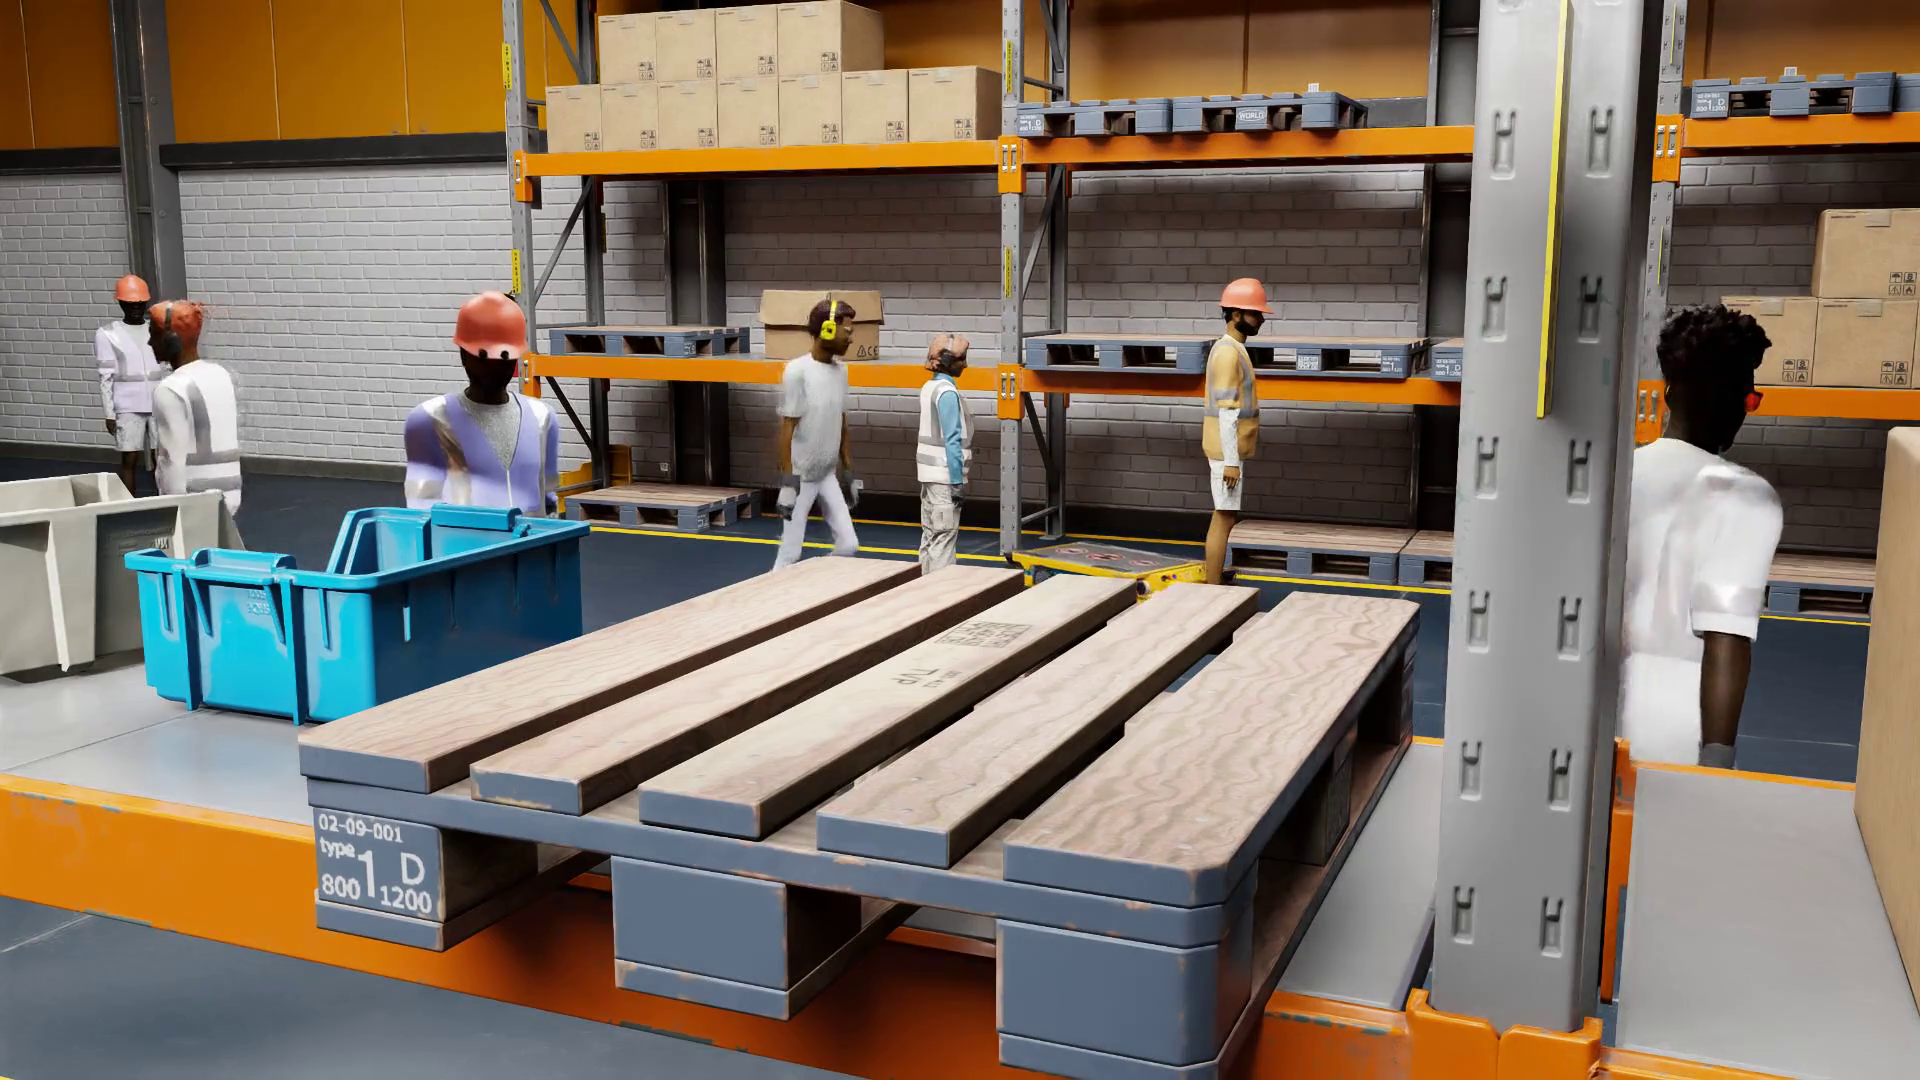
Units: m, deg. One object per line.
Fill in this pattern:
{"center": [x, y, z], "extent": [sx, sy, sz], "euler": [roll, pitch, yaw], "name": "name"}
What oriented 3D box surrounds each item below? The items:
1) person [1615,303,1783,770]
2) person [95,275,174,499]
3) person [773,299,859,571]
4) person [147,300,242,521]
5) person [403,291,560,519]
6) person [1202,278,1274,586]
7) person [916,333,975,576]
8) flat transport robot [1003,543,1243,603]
{"center": [1.691, 0.427, 3.868], "extent": [0.923, 1.920, 0.670], "euler": [-4, 10, -21], "name": "person"}
{"center": [-6.052, -0.985, 12.309], "extent": [0.542, 1.932, 0.383], "euler": [-9, 13, -43], "name": "person"}
{"center": [-0.763, -0.310, 8.546], "extent": [0.453, 1.841, 0.610], "euler": [6, 11, 33], "name": "person"}
{"center": [-3.352, -0.142, 7.461], "extent": [0.651, 1.862, 0.590], "euler": [1, 10, 5], "name": "person"}
{"center": [-1.515, 0.161, 5.439], "extent": [0.542, 1.930, 0.374], "euler": [-9, 13, -43], "name": "person"}
{"center": [1.563, -0.506, 9.423], "extent": [0.376, 1.932, 0.551], "euler": [2, 10, 10], "name": "person"}
{"center": [-0.086, -0.316, 9.169], "extent": [0.310, 1.639, 0.514], "euler": [-3, 10, -15], "name": "person"}
{"center": [0.952, 0.205, 10.137], "extent": [0.652, 0.197, 1.431], "euler": [-9, 13, -42], "name": "flat transport robot"}
